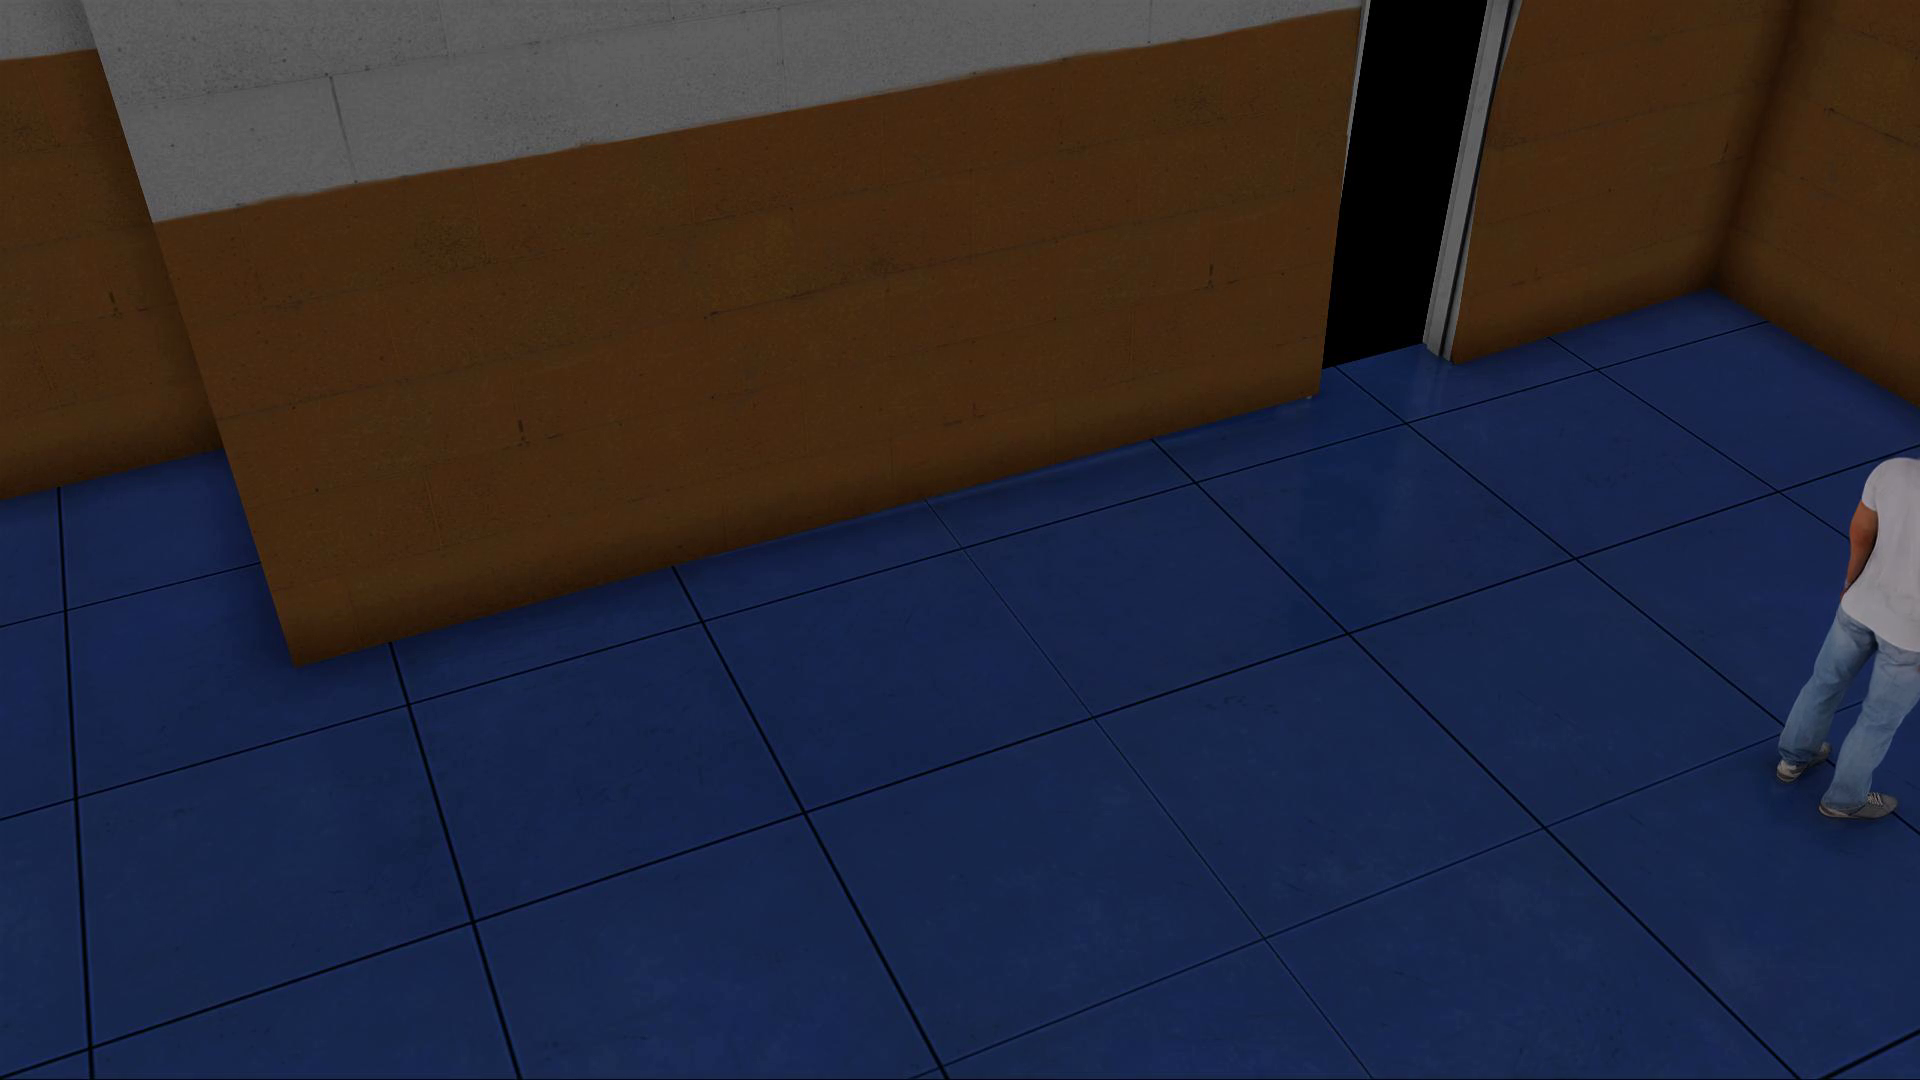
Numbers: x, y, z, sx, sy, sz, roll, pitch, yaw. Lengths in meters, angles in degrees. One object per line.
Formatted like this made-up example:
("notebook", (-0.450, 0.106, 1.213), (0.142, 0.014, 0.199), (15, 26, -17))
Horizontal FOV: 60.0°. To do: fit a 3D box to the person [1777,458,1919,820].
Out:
("person", (3.525, 0.275, 6.277), (0.741, 1.866, 0.514), (-13, 39, -17))
